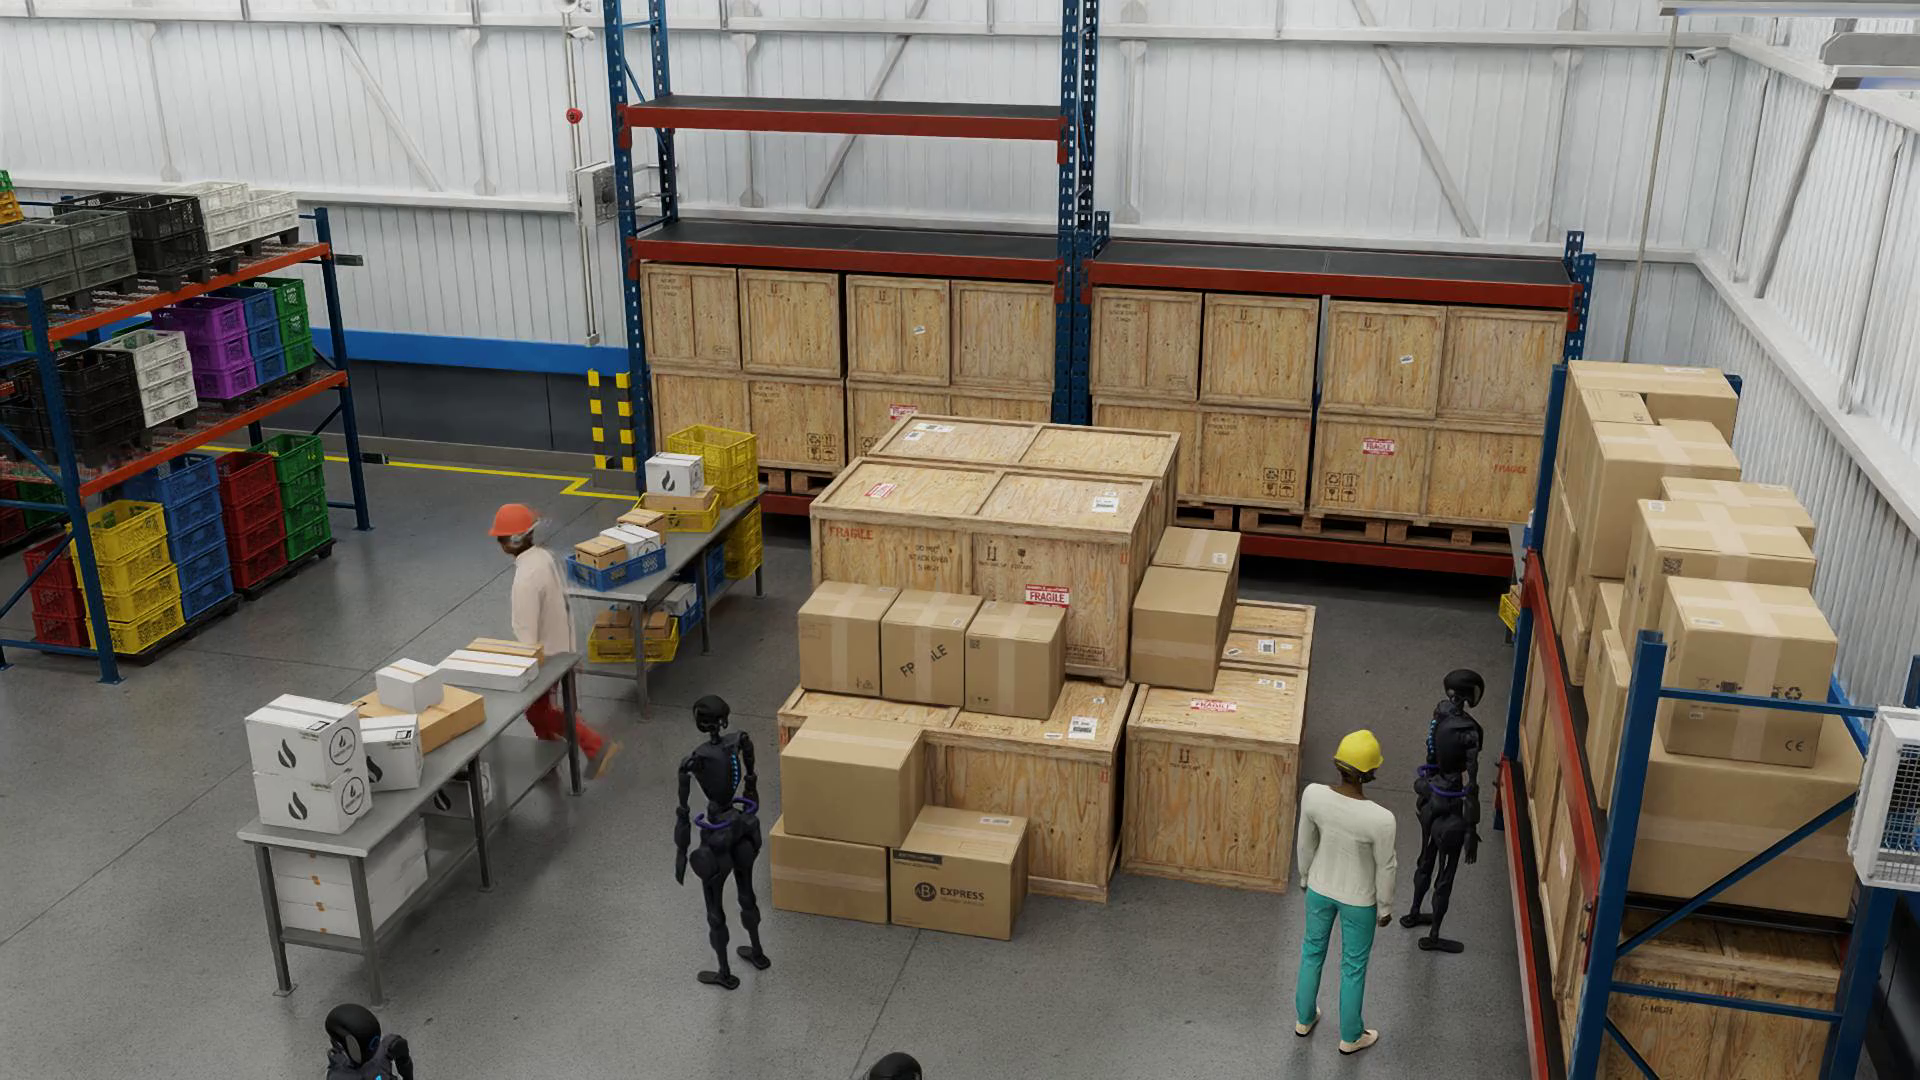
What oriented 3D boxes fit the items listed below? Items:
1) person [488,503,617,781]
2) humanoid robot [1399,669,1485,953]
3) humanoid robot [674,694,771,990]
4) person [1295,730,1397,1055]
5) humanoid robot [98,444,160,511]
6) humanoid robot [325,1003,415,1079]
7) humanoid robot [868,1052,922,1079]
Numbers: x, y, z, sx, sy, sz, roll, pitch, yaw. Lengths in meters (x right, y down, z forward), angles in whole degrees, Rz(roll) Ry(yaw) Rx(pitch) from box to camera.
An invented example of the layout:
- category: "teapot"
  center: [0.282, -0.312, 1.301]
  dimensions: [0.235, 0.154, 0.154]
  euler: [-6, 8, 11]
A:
- category: "person"
  center: [-2.671, 0.691, 10.847]
  dimensions: [0.644, 1.967, 0.642]
  euler: [-1, 21, -3]
- category: "humanoid robot"
  center: [2.702, 1.469, 9.210]
  dimensions: [0.309, 1.657, 0.616]
  euler: [-3, 21, -8]
- category: "humanoid robot"
  center: [-1.263, 1.586, 8.913]
  dimensions: [0.350, 1.650, 0.570]
  euler: [16, 26, 36]
- category: "person"
  center: [1.930, 1.758, 8.348]
  dimensions: [0.524, 1.768, 0.314]
  euler: [16, 26, 36]
- category: "humanoid robot"
  center: [-7.170, -0.451, 14.274]
  dimensions: [0.586, 1.632, 0.627]
  euler: [3, 21, 7]
- category: "humanoid robot"
  center: [-2.270, 2.507, 6.511]
  dimensions: [0.328, 1.652, 0.566]
  euler: [8, 22, 19]
- category: "humanoid robot"
  center: [-0.286, 2.637, 6.195]
  dimensions: [0.573, 1.631, 0.604]
  euler: [15, 25, 34]
